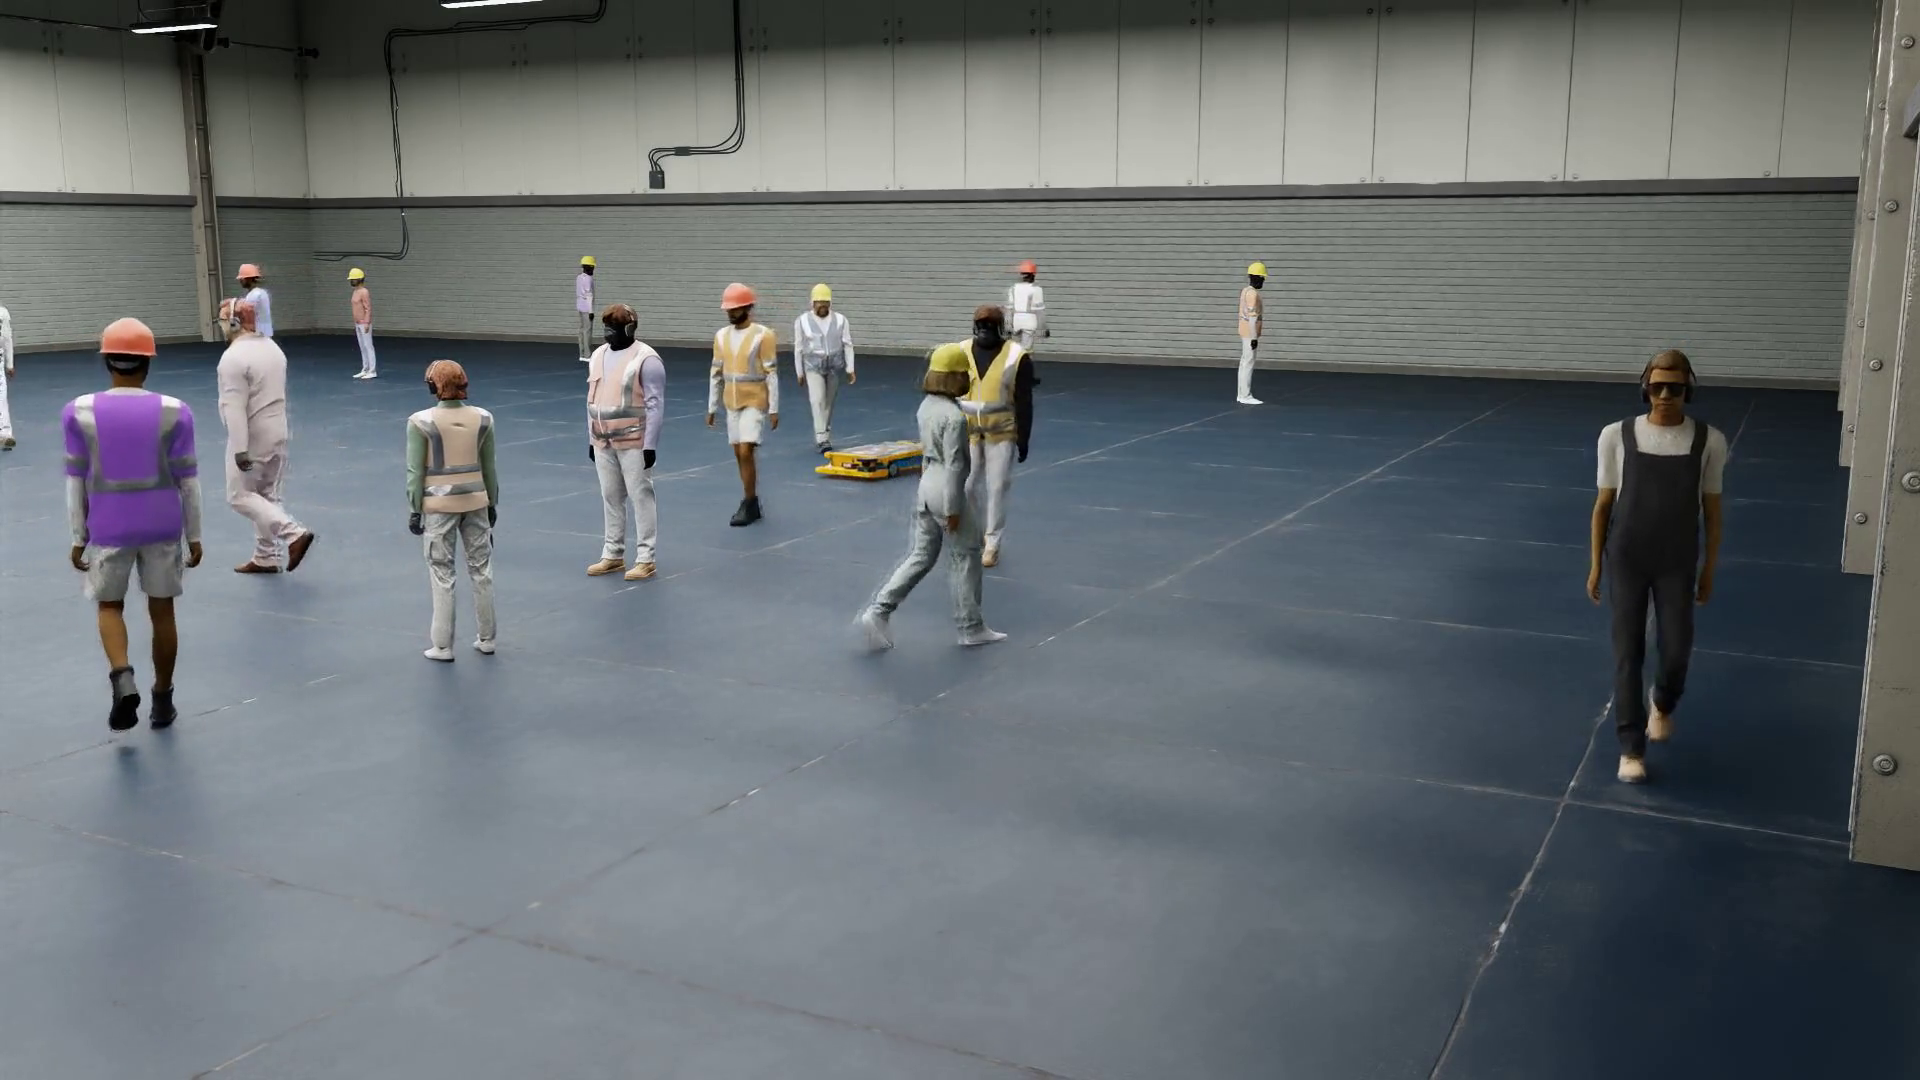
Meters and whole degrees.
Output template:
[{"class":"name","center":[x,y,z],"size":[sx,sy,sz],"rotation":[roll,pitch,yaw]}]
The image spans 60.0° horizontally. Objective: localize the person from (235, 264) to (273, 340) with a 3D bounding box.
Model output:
[{"class":"person","center":[-9.409,-2.676,21.989],"size":[0.836,1.904,0.583],"rotation":[-2,11,-8]}]

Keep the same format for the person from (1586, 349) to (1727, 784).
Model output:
[{"class":"person","center":[2.947,0.097,7.094],"size":[0.517,1.830,0.563],"rotation":[4,11,21]}]

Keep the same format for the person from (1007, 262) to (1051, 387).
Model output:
[{"class":"person","center":[1.046,-3.178,24.758],"size":[0.562,1.897,0.930],"rotation":[9,13,39]}]

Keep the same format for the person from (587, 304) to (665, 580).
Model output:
[{"class":"person","center":[-2.266,-0.656,11.159],"size":[0.626,1.846,0.429],"rotation":[6,12,31]}]

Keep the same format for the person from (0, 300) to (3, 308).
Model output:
[{"class":"person","center":[-14.383,-3.110,24.419],"size":[0.655,1.887,0.620],"rotation":[-1,10,-4]}]

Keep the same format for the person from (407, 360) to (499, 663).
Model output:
[{"class":"person","center":[-2.736,-0.159,9.025],"size":[0.510,1.634,0.311],"rotation":[-10,14,-43]}]

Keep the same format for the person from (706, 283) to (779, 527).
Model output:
[{"class":"person","center":[-1.754,-1.074,13.225],"size":[0.586,1.917,0.519],"rotation":[5,12,27]}]

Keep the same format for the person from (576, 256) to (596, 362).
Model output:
[{"class":"person","center":[-6.775,-4.195,30.240],"size":[0.383,1.923,0.589],"rotation":[-6,12,-28]}]

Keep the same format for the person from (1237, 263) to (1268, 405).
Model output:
[{"class":"person","center":[3.992,-2.814,22.706],"size":[0.380,1.922,0.591],"rotation":[0,10,2]}]

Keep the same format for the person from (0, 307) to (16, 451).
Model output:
[{"class":"person","center":[-10.389,-1.857,17.731],"size":[0.586,1.828,1.007],"rotation":[-8,13,-36]}]

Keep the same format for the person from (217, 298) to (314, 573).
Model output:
[{"class":"person","center":[-4.663,-0.674,11.147],"size":[0.589,1.890,0.655],"rotation":[1,10,7]}]

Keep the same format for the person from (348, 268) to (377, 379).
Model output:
[{"class":"person","center":[-9.616,-3.469,26.716],"size":[0.328,1.765,0.527],"rotation":[-8,13,-37]}]

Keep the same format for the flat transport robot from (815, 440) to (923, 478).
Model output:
[{"class":"flat transport robot","center":[-0.715,-0.798,16.225],"size":[0.652,0.197,1.431],"rotation":[7,12,33]}]

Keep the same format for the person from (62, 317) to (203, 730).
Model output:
[{"class":"person","center":[-3.767,-0.047,7.620],"size":[0.563,1.925,0.527],"rotation":[-5,11,-24]}]

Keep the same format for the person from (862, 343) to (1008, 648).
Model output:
[{"class":"person","center":[-0.146,-0.235,9.219],"size":[0.798,1.714,0.497],"rotation":[-5,12,-26]}]

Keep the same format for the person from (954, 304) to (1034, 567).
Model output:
[{"class":"person","center":[0.187,-0.717,11.533],"size":[0.656,1.828,0.452],"rotation":[3,11,15]}]

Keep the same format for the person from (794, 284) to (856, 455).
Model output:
[{"class":"person","center":[-1.425,-1.806,17.596],"size":[0.600,1.784,0.926],"rotation":[-3,11,-17]}]
